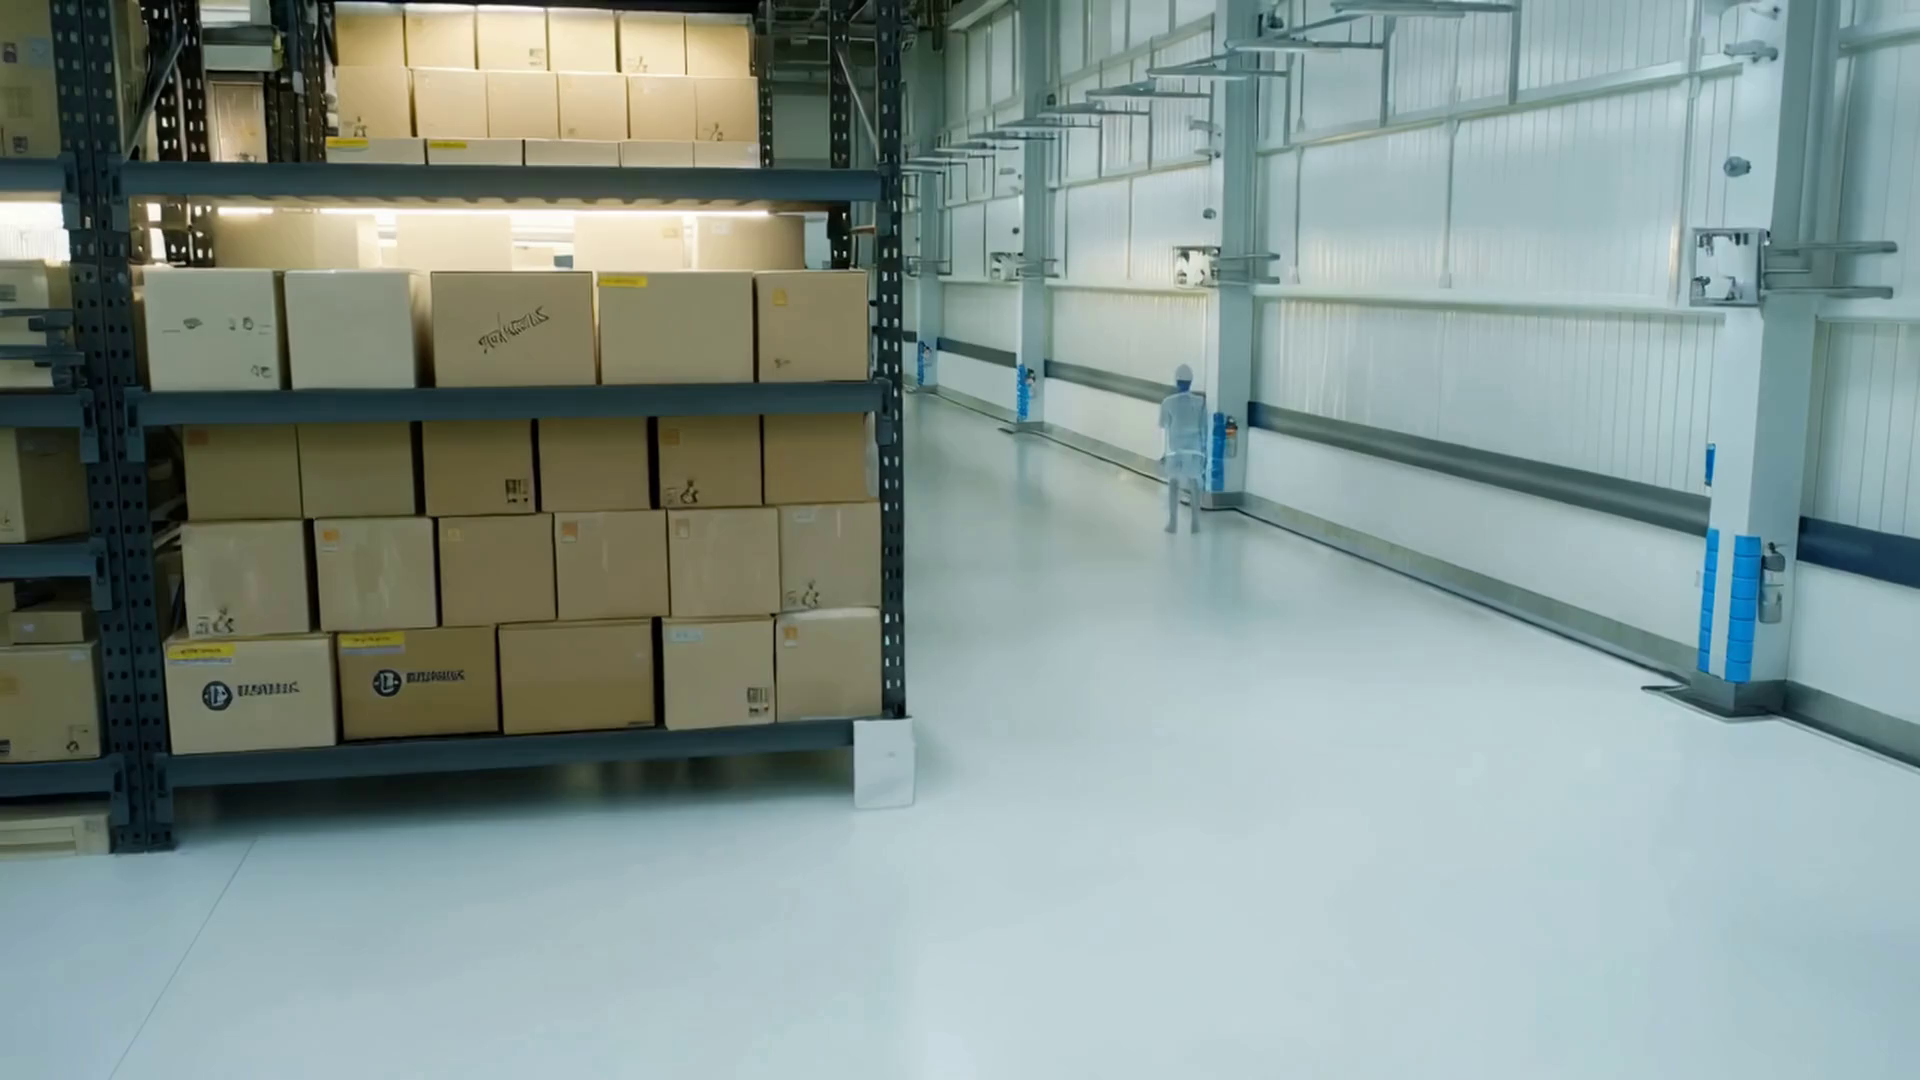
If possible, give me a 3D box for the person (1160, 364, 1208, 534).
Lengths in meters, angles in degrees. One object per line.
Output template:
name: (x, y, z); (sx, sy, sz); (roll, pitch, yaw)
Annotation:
person: (2.538, -1.030, 18.941); (0.543, 1.939, 0.359); (0, 9, -1)
